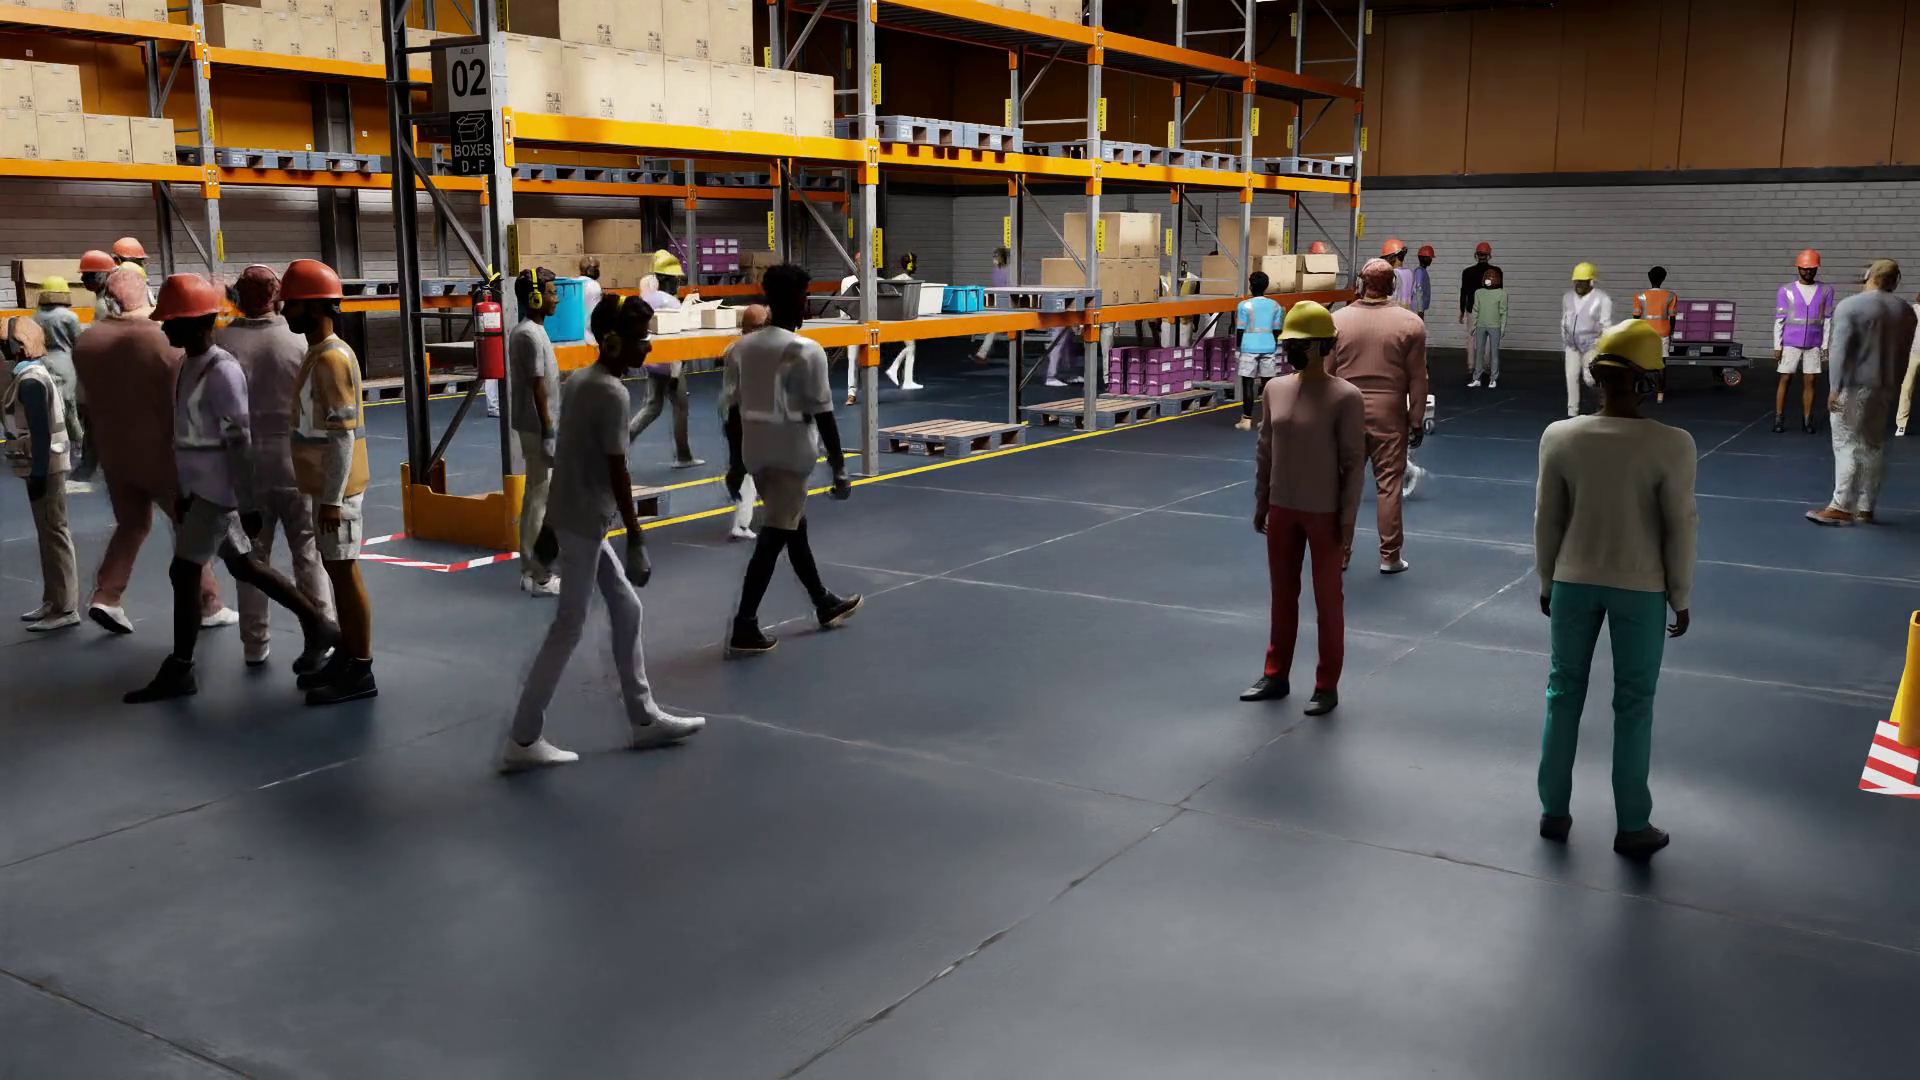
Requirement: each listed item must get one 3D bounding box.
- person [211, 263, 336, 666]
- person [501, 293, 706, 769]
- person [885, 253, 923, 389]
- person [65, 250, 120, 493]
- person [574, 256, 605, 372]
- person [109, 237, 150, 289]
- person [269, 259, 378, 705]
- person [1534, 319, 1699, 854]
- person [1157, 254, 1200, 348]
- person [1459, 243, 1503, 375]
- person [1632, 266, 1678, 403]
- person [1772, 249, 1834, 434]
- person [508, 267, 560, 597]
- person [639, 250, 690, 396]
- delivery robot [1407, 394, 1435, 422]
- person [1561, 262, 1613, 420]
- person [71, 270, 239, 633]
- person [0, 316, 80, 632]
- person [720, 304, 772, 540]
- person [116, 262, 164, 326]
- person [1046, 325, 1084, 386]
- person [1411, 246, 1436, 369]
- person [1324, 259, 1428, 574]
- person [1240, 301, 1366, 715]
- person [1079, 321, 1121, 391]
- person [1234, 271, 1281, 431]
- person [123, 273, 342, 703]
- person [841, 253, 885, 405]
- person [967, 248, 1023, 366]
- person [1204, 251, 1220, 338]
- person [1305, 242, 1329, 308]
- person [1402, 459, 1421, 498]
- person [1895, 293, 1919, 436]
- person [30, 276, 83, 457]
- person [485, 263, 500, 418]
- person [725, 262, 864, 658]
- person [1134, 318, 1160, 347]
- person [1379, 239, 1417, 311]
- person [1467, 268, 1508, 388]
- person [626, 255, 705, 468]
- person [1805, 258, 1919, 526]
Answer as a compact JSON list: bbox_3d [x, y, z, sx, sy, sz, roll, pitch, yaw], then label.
[{"bbox_3d":[-3.263,-0.351,7.934,0.641,1.913,0.407,-2,10,-10],"label":"person"},{"bbox_3d":[-1.383,-0.029,6.406,0.919,1.818,0.544,-4,11,-23],"label":"person"},{"bbox_3d":[-0.732,-2.968,22.600,0.446,1.852,0.545,-6,12,-30],"label":"person"},{"bbox_3d":[-6.768,-1.339,13.330,1.022,1.944,0.625,-5,12,-27],"label":"person"},{"bbox_3d":[-4.268,-2.413,19.586,0.634,1.825,0.654,-9,14,-42],"label":"person"},{"bbox_3d":[-7.549,-1.733,15.228,0.608,2.044,0.377,5,11,25],"label":"person"},{"bbox_3d":[-2.784,-0.250,7.301,0.357,1.938,0.542,-5,11,-26],"label":"person"},{"bbox_3d":[2.165,0.157,5.526,0.525,1.769,0.313,8,13,39],"label":"person"},{"bbox_3d":[3.027,-3.043,23.072,0.627,1.836,0.428,1,10,3],"label":"person"},{"bbox_3d":[7.868,-3.476,25.110,0.635,1.975,0.638,4,11,22],"label":"person"},{"bbox_3d":[8.631,-2.551,20.718,0.540,1.696,0.315,2,10,12],"label":"person"},{"bbox_3d":[8.812,-2.064,17.398,0.547,1.930,0.407,3,11,15],"label":"person"},{"bbox_3d":[-2.382,-0.609,9.482,0.329,1.872,0.508,-5,11,-26],"label":"person"},{"bbox_3d":[-3.810,-2.767,21.384,0.594,1.892,0.844,-8,13,-38],"label":"person"},{"bbox_3d":[4.665,-1.444,17.489,0.477,0.478,0.707,-4,11,-21],"label":"delivery robot"},{"bbox_3d":[6.920,-2.158,18.303,0.682,1.797,0.599,-8,13,-39],"label":"person"},{"bbox_3d":[-4.169,-0.438,8.508,0.650,1.879,0.605,2,10,10],"label":"person"},{"bbox_3d":[-4.801,-0.346,8.668,0.315,1.636,0.515,-6,12,-30],"label":"person"},{"bbox_3d":[-1.358,-0.818,11.401,0.539,1.586,0.880,5,11,26],"label":"person"},{"bbox_3d":[-7.106,-1.476,14.376,0.403,1.837,0.590,1,10,4],"label":"person"},{"bbox_3d":[1.553,-3.044,23.016,0.783,1.869,0.677,-2,10,-9],"label":"person"},{"bbox_3d":[7.290,-3.670,26.266,0.376,1.933,0.545,3,11,17],"label":"person"},{"bbox_3d":[2.509,-0.745,10.128,0.652,1.908,0.409,4,11,22],"label":"person"},{"bbox_3d":[1.478,-0.135,7.137,0.327,1.769,0.525,-9,14,-42],"label":"person"},{"bbox_3d":[1.880,-2.921,22.381,0.590,1.837,0.403,1,10,4],"label":"person"},{"bbox_3d":[3.171,-2.012,17.746,0.536,1.693,0.319,-4,11,-22],"label":"person"},{"bbox_3d":[-3.276,-0.249,7.482,0.980,1.893,0.548,-7,13,-36],"label":"person"},{"bbox_3d":[-1.177,-2.592,20.421,0.575,1.886,0.362,0,10,1],"label":"person"},{"bbox_3d":[0.616,-3.717,26.639,1.001,1.885,0.658,-6,12,-29],"label":"person"},{"bbox_3d":[4.276,-3.930,27.960,0.429,1.842,0.634,3,11,16],"label":"person"},{"bbox_3d":[5.493,-3.625,25.886,0.533,1.980,0.659,5,11,24],"label":"person"},{"bbox_3d":[3.213,-1.080,12.808,0.673,1.614,0.503,-3,11,-16],"label":"person"},{"bbox_3d":[9.914,-1.865,17.117,0.496,1.629,0.277,5,11,26],"label":"person"},{"bbox_3d":[-8.277,-1.562,15.223,0.472,1.698,0.855,3,11,17],"label":"person"},{"bbox_3d":[-5.301,-2.289,19.076,0.330,1.769,0.526,-1,10,-4],"label":"person"},{"bbox_3d":[-0.830,-0.413,8.266,0.624,1.909,0.992,9,14,42],"label":"person"},{"bbox_3d":[3.208,-4.105,28.783,0.704,1.891,0.578,-3,11,-17],"label":"person"},{"bbox_3d":[5.039,-2.475,19.368,0.389,2.034,0.605,8,13,39],"label":"person"},{"bbox_3d":[7.266,-2.909,22.873,0.498,1.634,0.283,9,14,41],"label":"person"},{"bbox_3d":[-2.656,-1.547,14.606,0.598,1.901,0.808,10,14,44],"label":"person"},{"bbox_3d":[6.429,-1.050,11.870,0.794,1.892,0.435,-3,11,-14],"label":"person"}]
